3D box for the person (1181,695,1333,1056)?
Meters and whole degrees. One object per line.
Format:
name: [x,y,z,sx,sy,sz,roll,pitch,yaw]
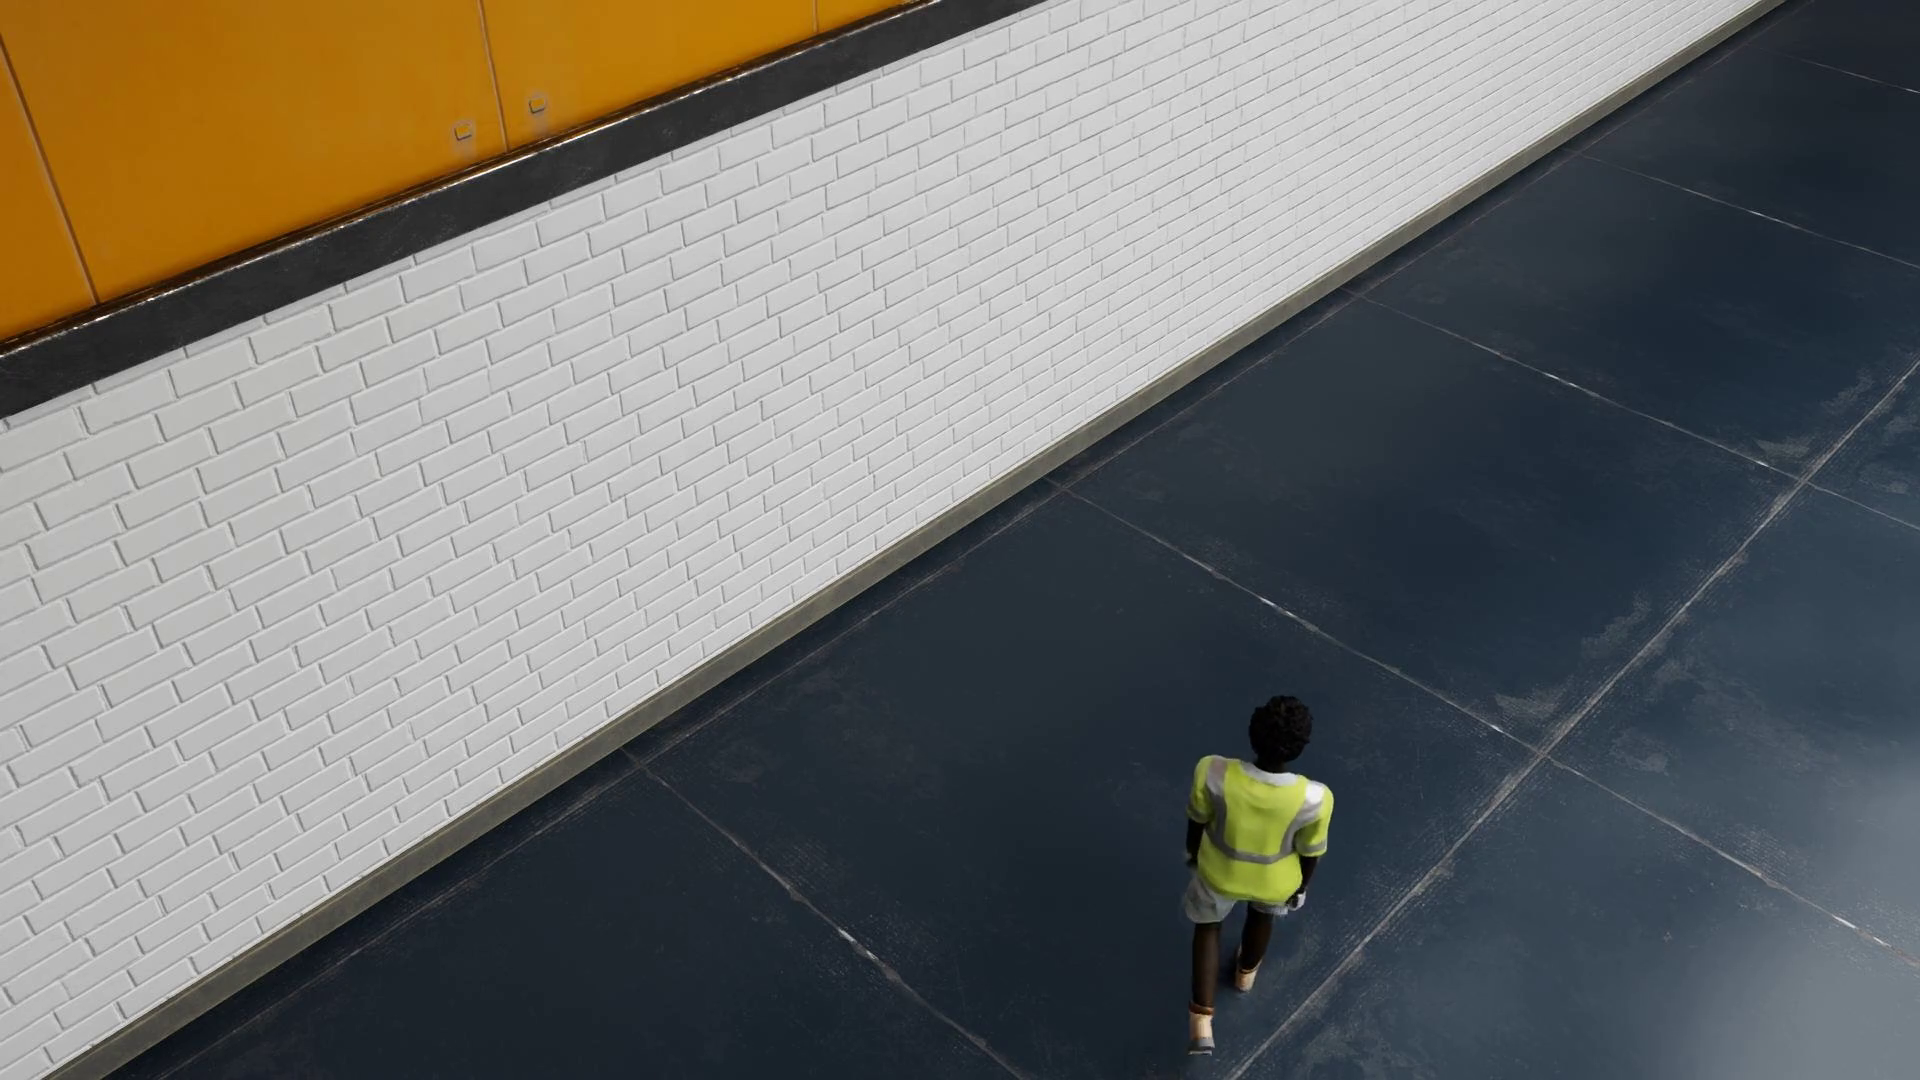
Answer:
person: [1.075,1.268,6.209,0.528,1.667,0.648,8,39,9]
